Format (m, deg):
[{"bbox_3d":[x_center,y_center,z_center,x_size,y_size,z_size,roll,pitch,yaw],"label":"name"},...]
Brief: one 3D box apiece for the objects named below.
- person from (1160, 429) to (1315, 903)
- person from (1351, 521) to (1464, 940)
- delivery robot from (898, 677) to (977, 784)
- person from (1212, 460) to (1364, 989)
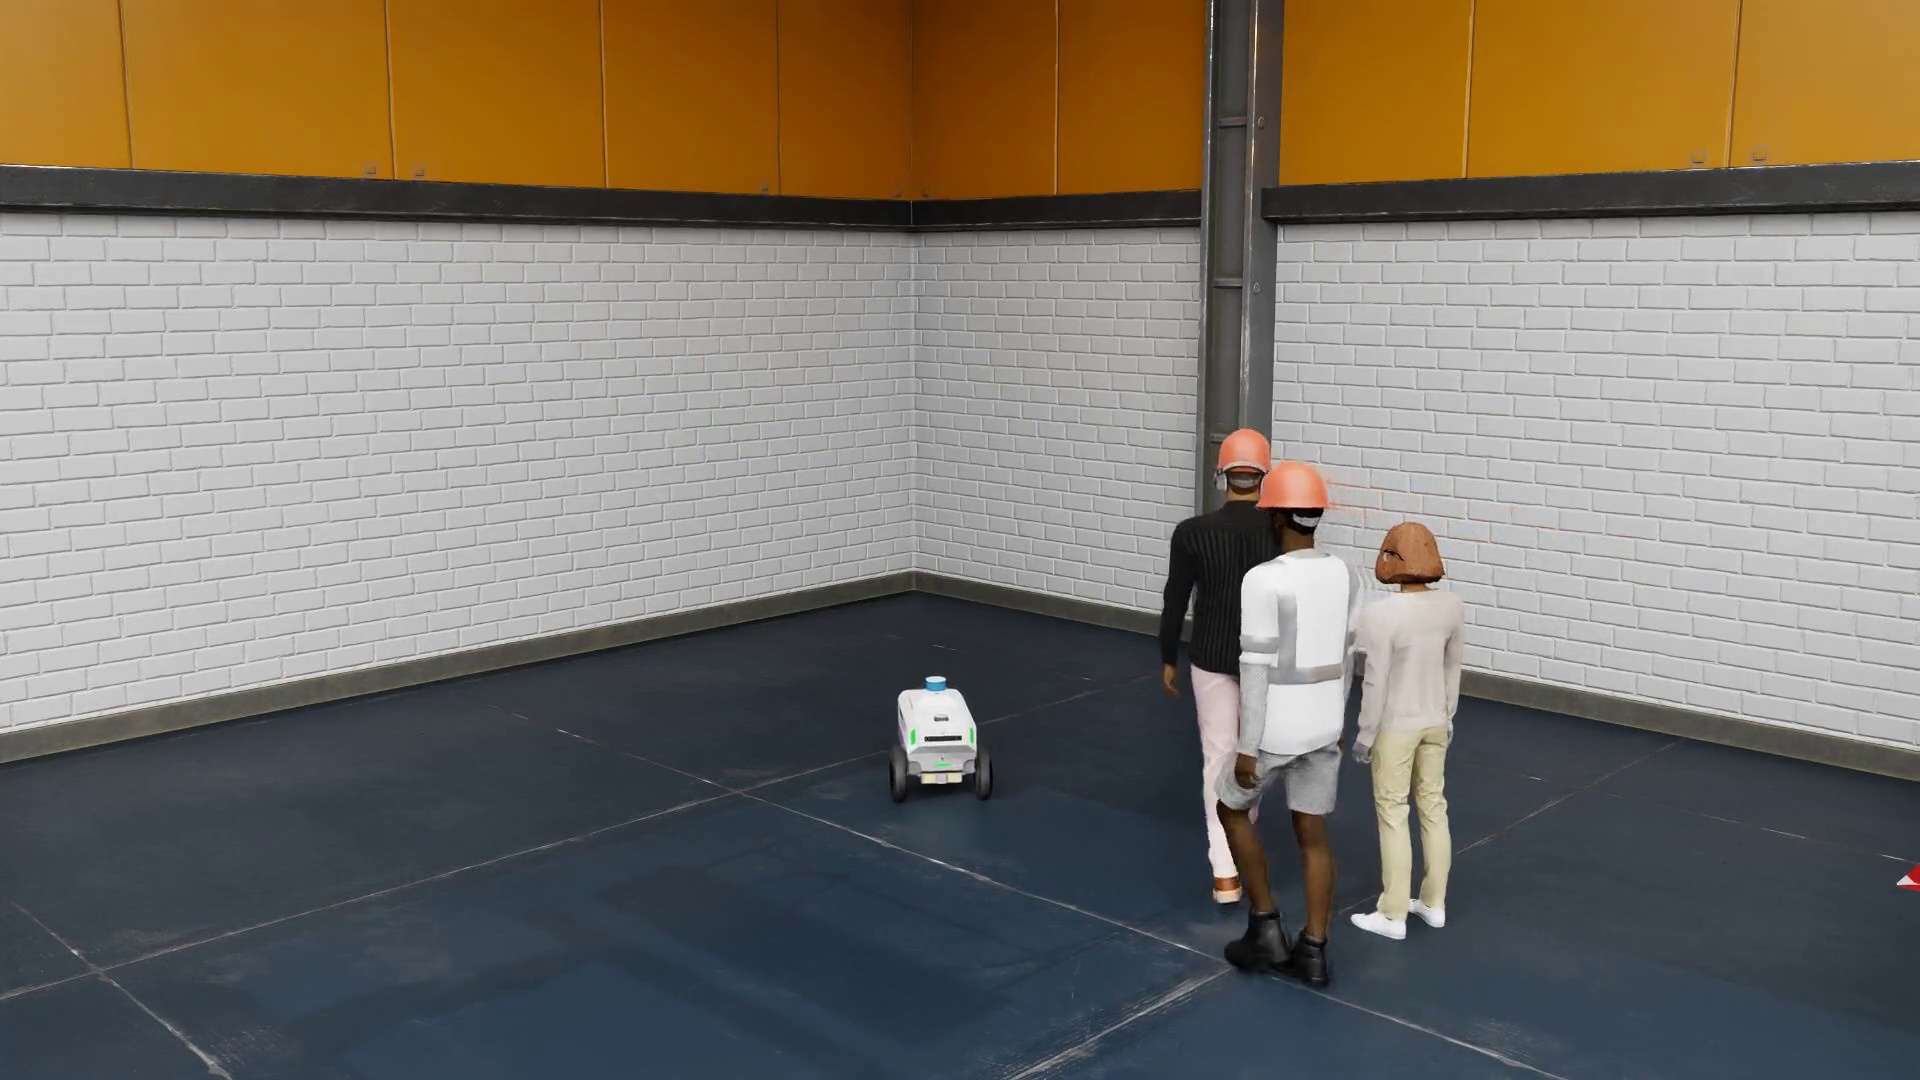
[{"bbox_3d":[1.166,0.503,7.034,0.633,1.947,1.016,1,9,4],"label":"person"},{"bbox_3d":[1.749,0.741,6.514,0.507,1.631,0.266,-5,11,-29],"label":"person"},{"bbox_3d":[-0.121,0.931,8.362,0.477,0.478,0.707,-1,9,-6],"label":"delivery robot"},{"bbox_3d":[1.192,0.668,6.079,0.585,1.915,0.524,-5,11,-30],"label":"person"}]
